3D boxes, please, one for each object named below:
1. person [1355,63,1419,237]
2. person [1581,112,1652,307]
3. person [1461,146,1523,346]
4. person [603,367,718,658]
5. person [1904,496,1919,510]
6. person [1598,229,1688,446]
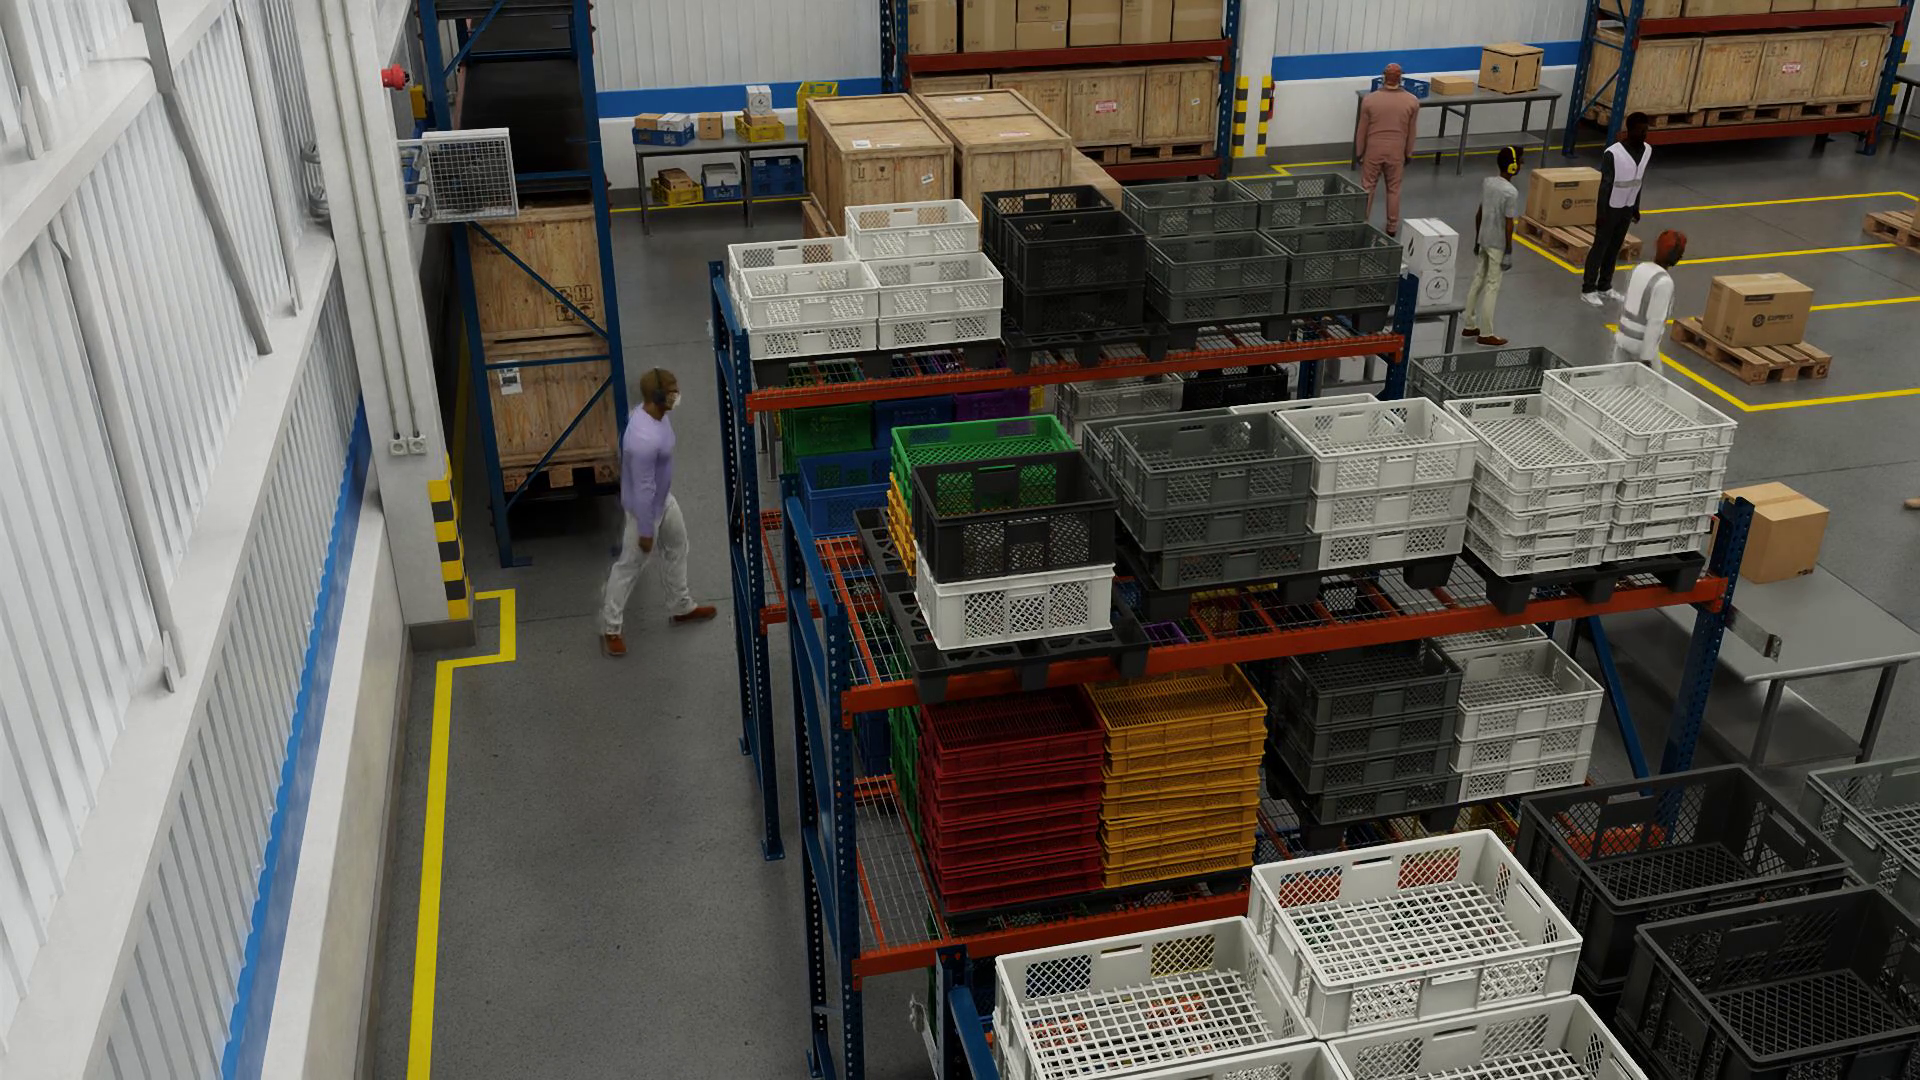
[{"bbox_3d":[4.722,-4.337,18.517,0.650,1.900,0.399,3,28,6],"label":"person"},{"bbox_3d":[6.536,-3.305,16.533,0.590,1.919,0.395,-15,31,-26],"label":"person"},{"bbox_3d":[4.993,-2.750,15.531,0.336,1.873,0.521,-9,29,-16],"label":"person"},{"bbox_3d":[-2.030,-0.193,10.680,0.731,1.896,0.676,0,28,0],"label":"person"},{"bbox_3d":[7.394,-0.916,12.234,0.317,1.695,0.540,-2,28,-4],"label":"person"},{"bbox_3d":[5.566,-1.564,13.329,0.957,1.821,0.625,-3,28,-6],"label":"person"}]
